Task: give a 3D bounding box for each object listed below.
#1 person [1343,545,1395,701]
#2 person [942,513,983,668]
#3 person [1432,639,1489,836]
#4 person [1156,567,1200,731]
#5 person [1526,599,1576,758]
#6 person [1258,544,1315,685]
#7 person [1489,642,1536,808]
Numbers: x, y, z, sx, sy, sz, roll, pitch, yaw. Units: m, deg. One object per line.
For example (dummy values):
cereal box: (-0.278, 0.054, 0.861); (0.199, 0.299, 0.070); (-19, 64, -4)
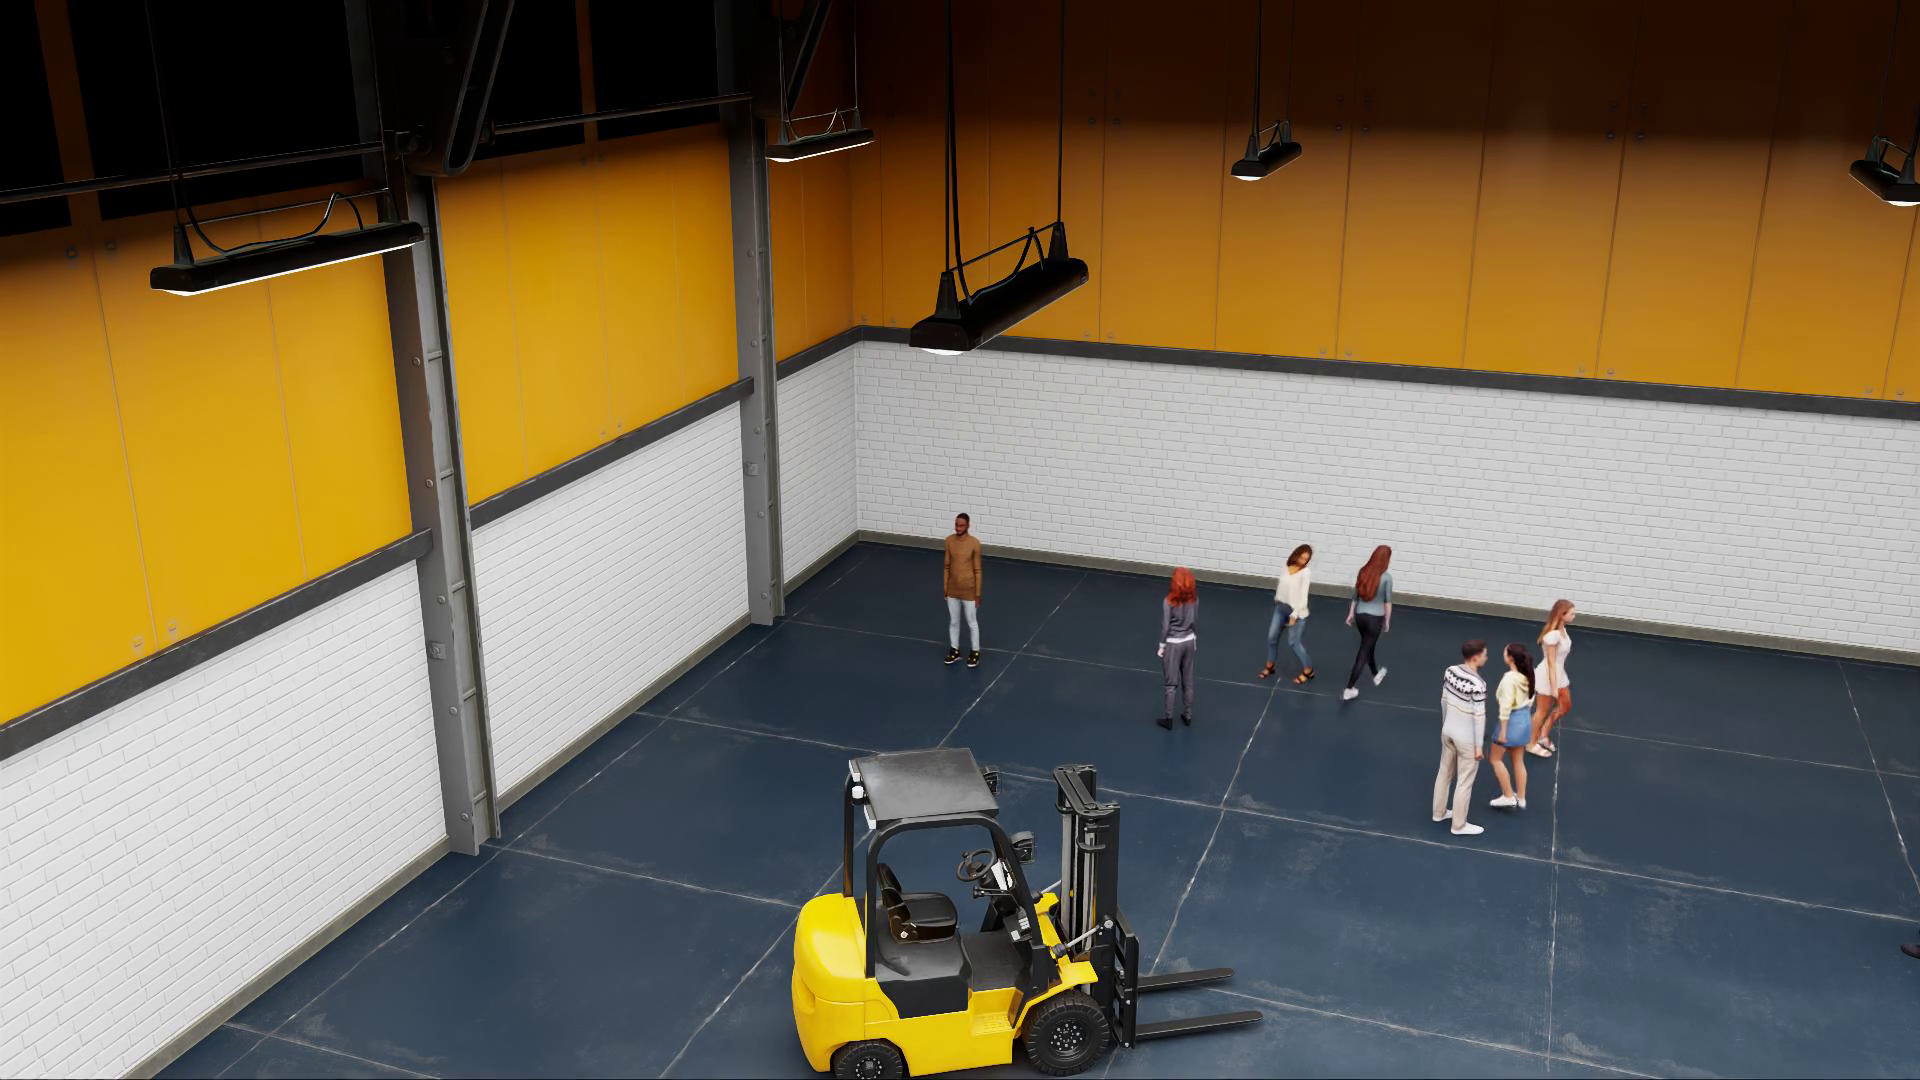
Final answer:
person: (4.391, 0.930, 17.996); (0.935, 1.695, 1.150); (17, 25, 41)
person: (0.037, 0.551, 18.935); (0.626, 1.815, 0.544); (8, 20, 22)
person: (4.592, 1.777, 15.225); (0.811, 1.860, 0.733); (-7, 20, -21)
person: (2.282, 1.114, 17.317); (0.652, 1.781, 0.704); (-8, 20, -21)
person: (5.848, 1.370, 16.717); (0.724, 1.678, 0.630); (15, 24, 37)
person: (3.729, 0.825, 18.404); (0.888, 1.634, 0.828); (-6, 20, -18)
person: (5.232, 1.761, 15.657); (0.735, 1.613, 0.822); (-16, 24, -38)
